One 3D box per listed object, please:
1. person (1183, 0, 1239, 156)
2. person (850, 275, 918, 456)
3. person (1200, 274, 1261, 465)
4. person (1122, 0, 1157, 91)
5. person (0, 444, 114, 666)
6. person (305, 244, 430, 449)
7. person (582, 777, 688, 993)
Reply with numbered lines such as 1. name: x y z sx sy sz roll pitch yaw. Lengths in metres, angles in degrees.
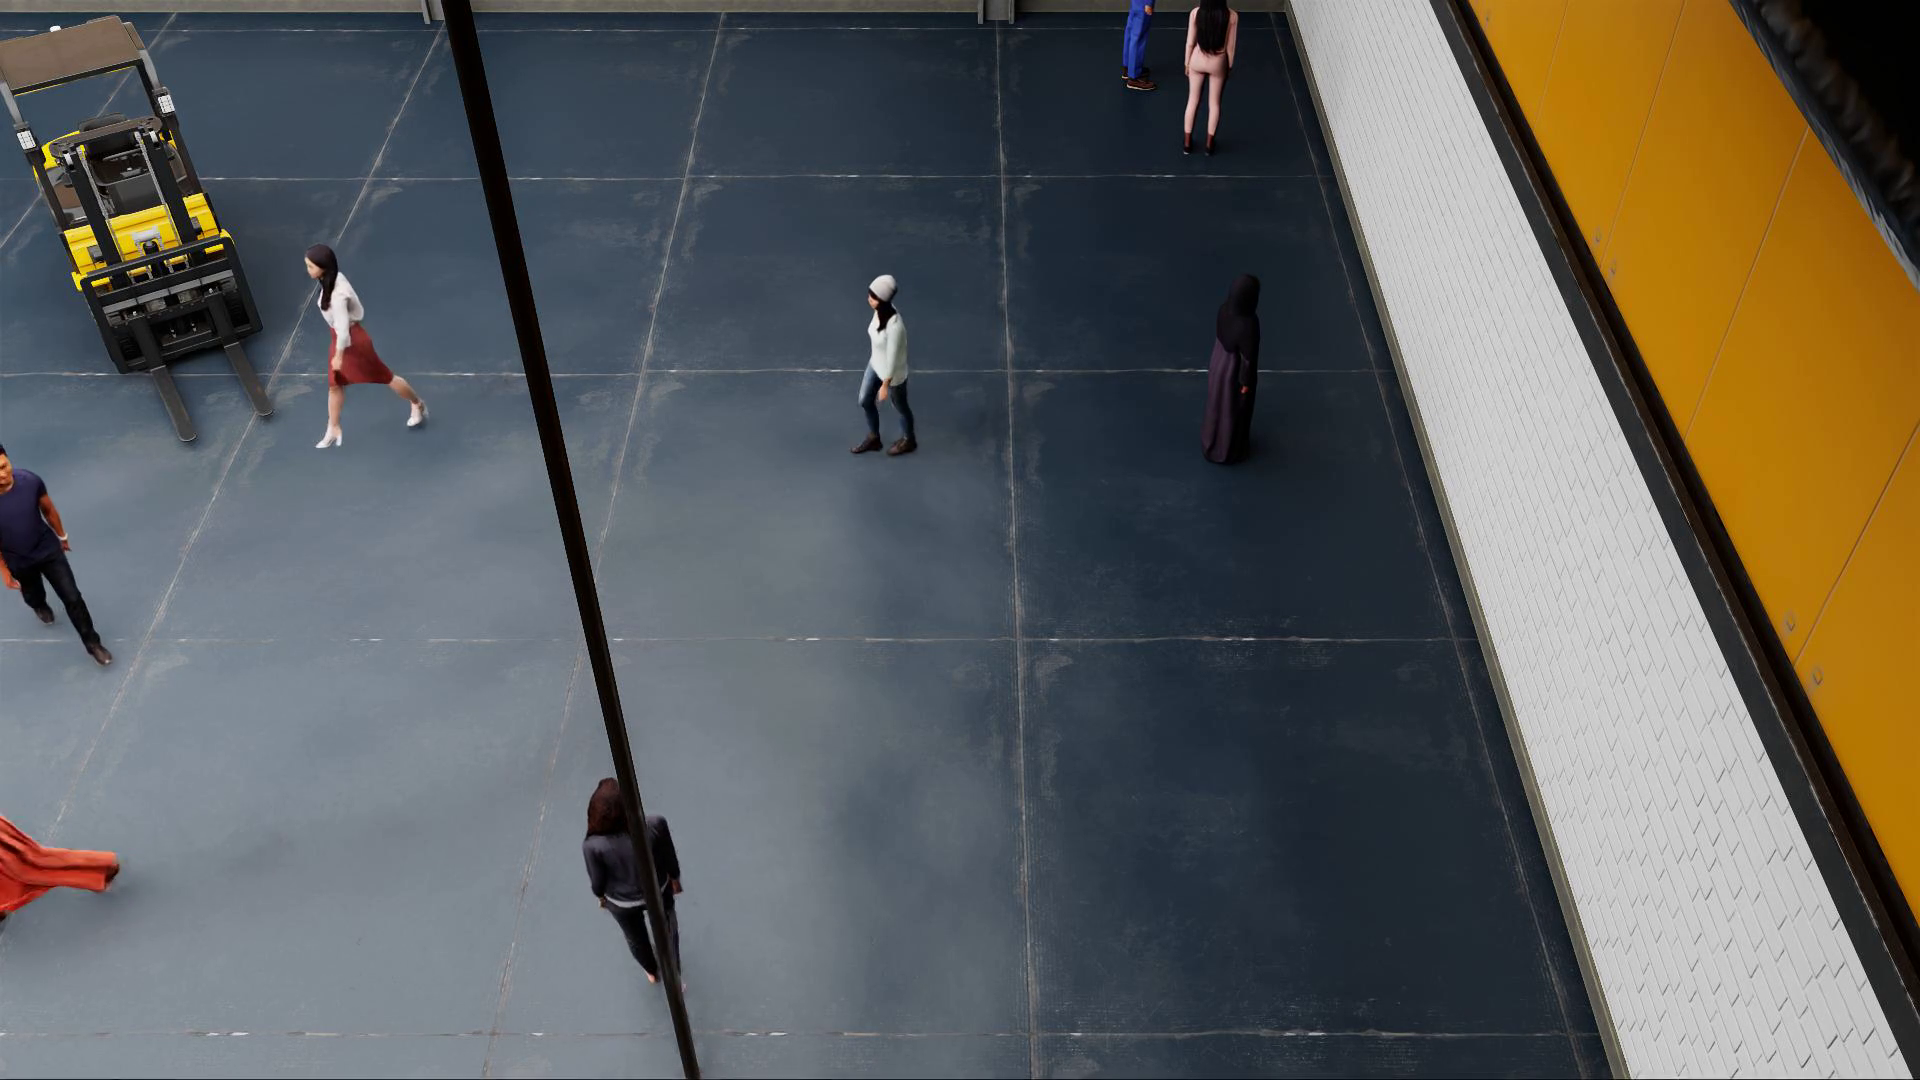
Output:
1. person: 2.327 -4.417 15.542 0.544 1.720 0.714 10 45 10
2. person: -0.453 -1.275 12.309 0.846 1.630 0.744 -20 47 -19
3. person: 2.023 -1.294 12.339 0.710 1.615 0.683 -14 45 -14
4. person: 1.810 -5.401 16.473 0.619 1.860 0.703 -3 44 -4
5. person: -6.074 0.050 10.816 1.082 1.770 1.116 -33 53 -30
6. person: -4.447 -1.447 12.442 1.189 1.695 1.018 -25 49 -24
7. person: -1.694 1.914 8.866 0.805 1.761 0.837 -16 46 -16
